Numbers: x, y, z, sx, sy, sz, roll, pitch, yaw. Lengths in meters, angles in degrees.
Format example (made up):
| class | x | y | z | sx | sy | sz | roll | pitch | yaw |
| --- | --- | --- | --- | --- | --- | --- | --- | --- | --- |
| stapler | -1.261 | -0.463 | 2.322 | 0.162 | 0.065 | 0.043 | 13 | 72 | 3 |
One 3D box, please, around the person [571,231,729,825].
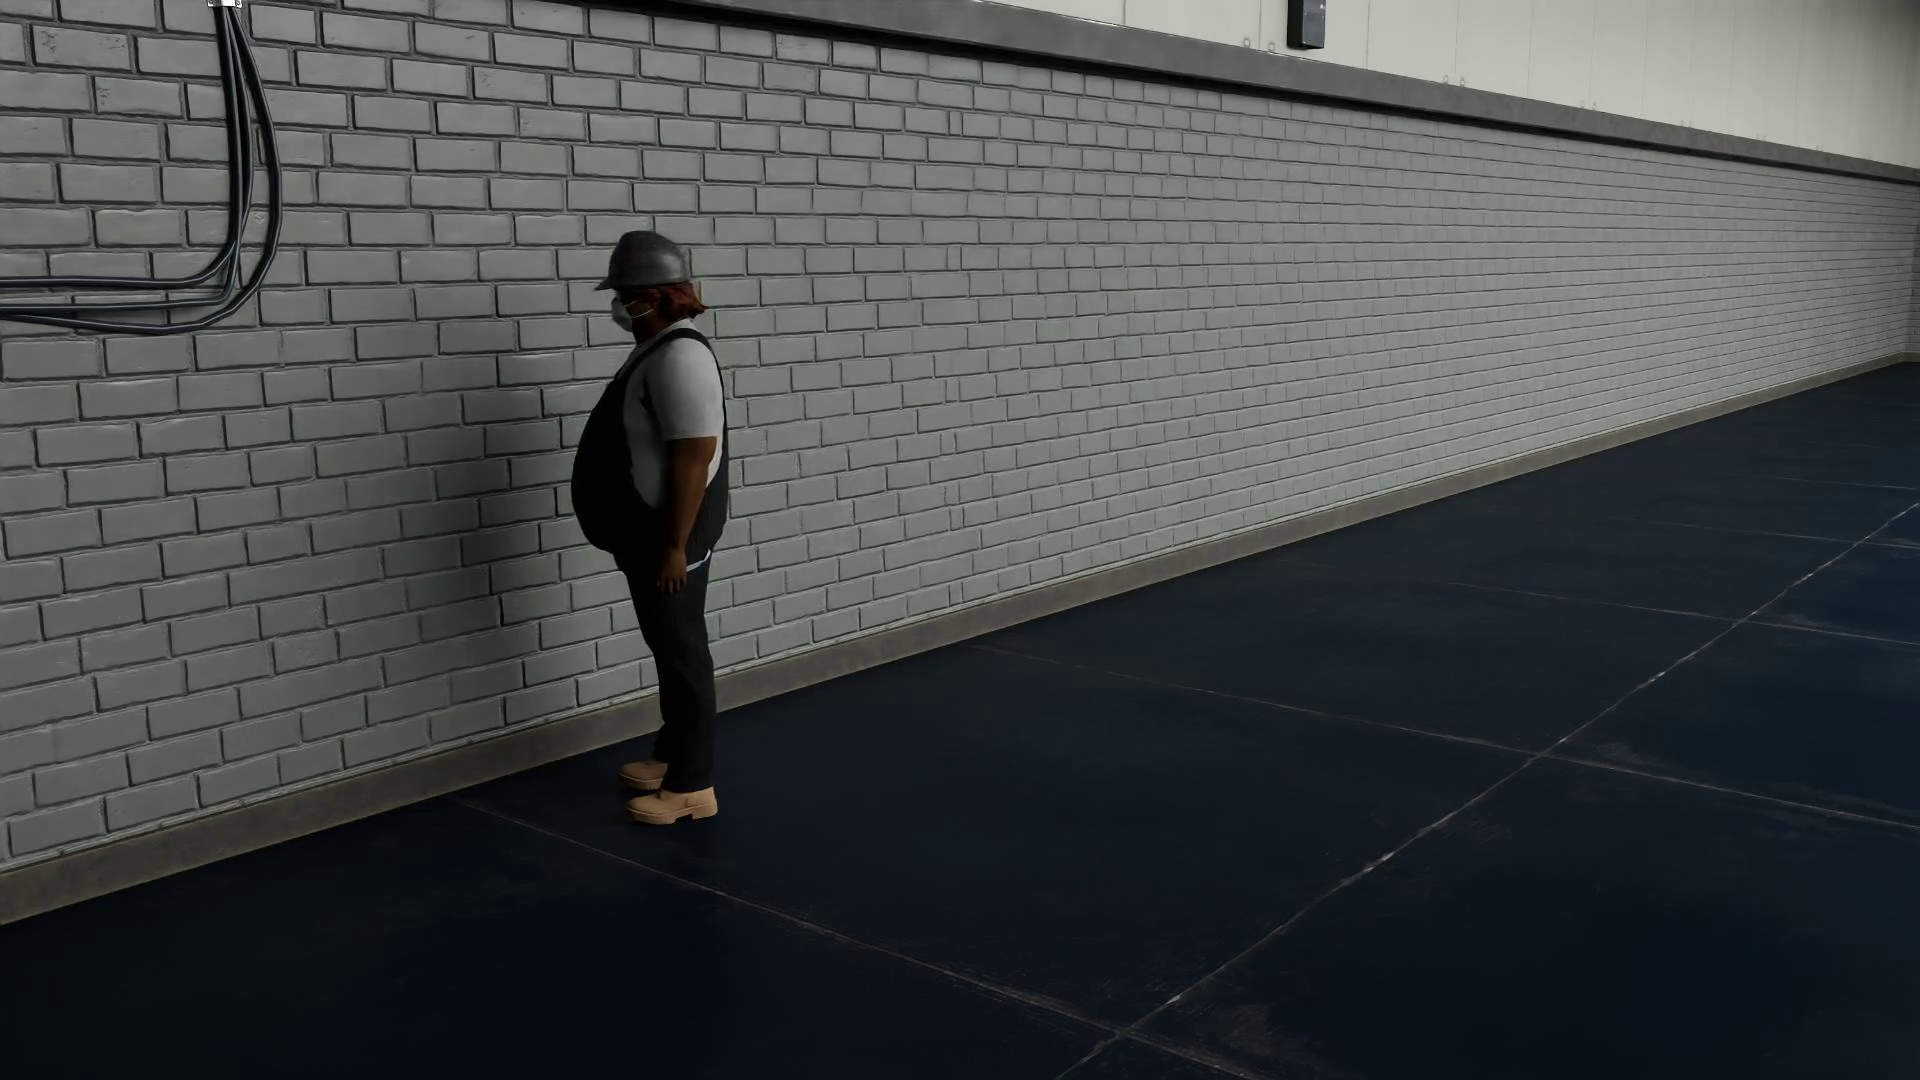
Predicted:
| class | x | y | z | sx | sy | sz | roll | pitch | yaw |
| --- | --- | --- | --- | --- | --- | --- | --- | --- | --- |
| person | -1.078 | -0.033 | 5.811 | 0.538 | 2.000 | 0.689 | -2 | 11 | -13 |
